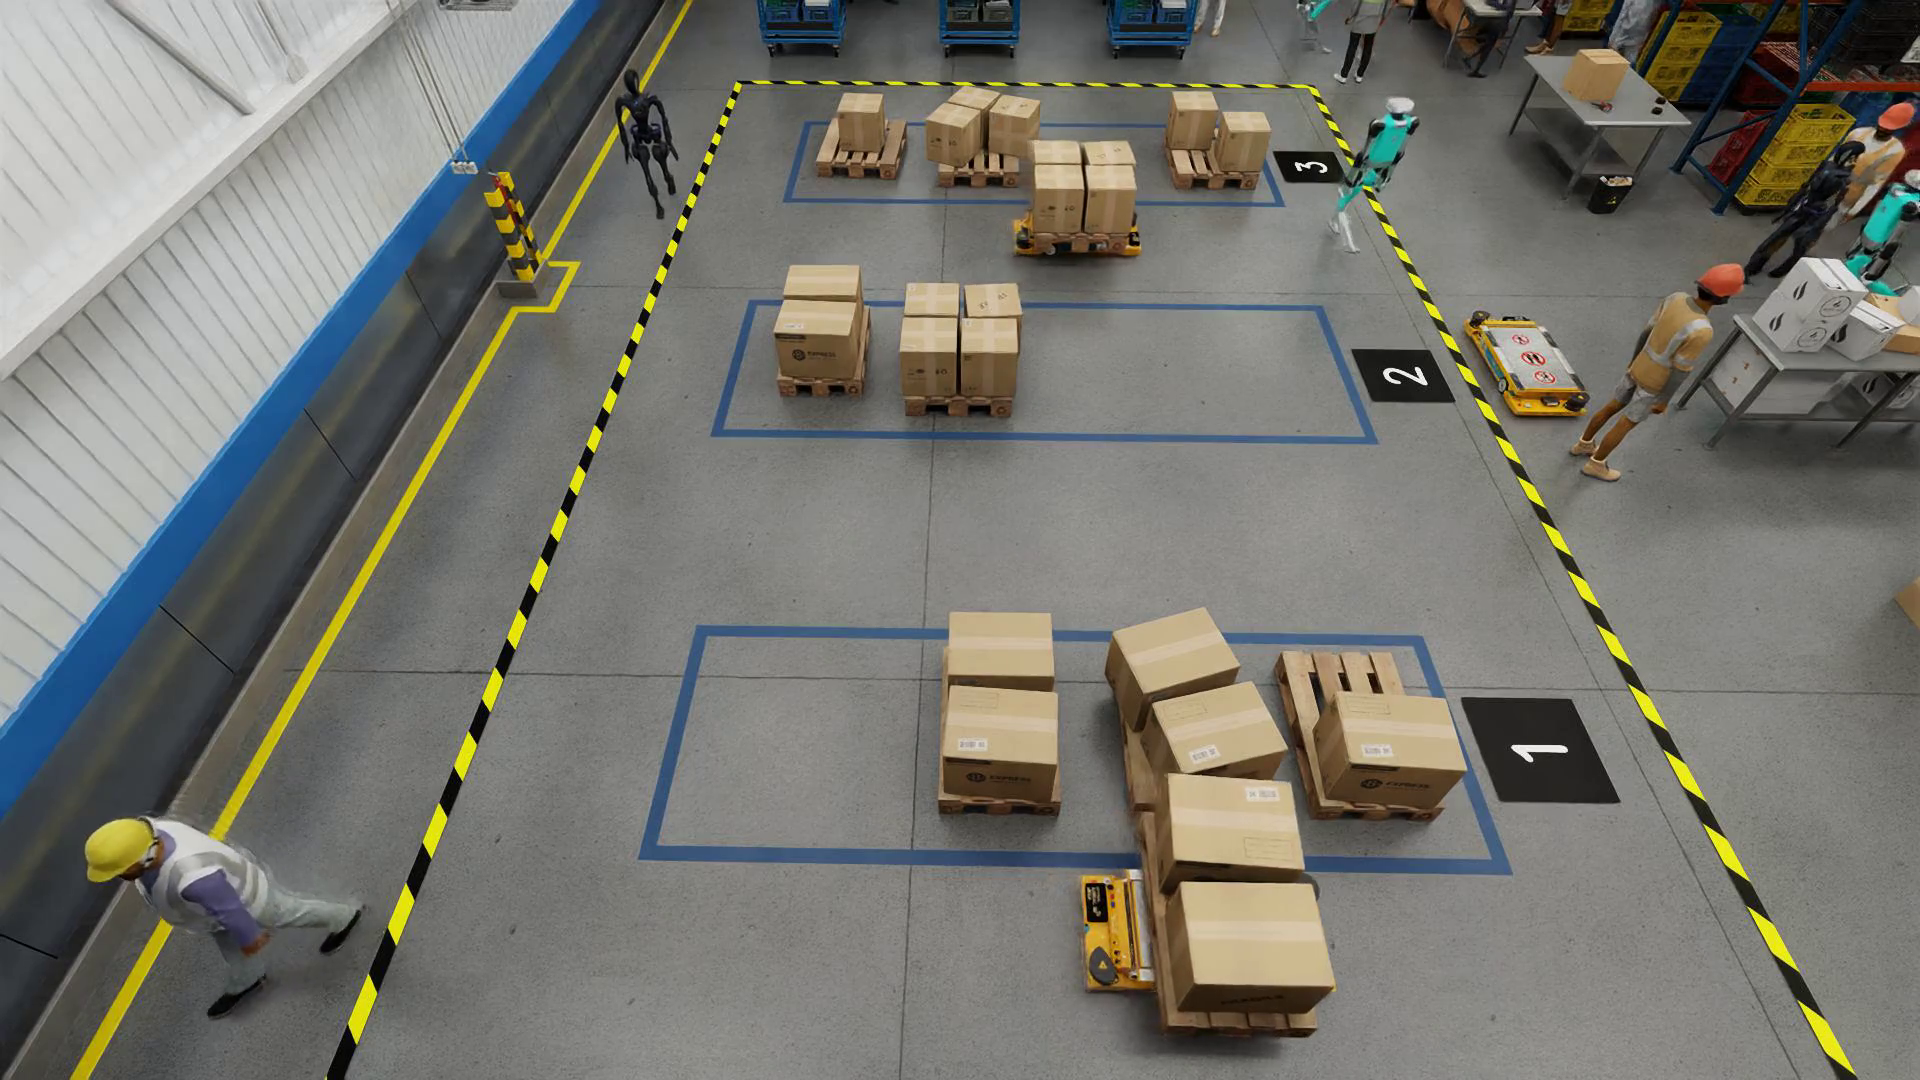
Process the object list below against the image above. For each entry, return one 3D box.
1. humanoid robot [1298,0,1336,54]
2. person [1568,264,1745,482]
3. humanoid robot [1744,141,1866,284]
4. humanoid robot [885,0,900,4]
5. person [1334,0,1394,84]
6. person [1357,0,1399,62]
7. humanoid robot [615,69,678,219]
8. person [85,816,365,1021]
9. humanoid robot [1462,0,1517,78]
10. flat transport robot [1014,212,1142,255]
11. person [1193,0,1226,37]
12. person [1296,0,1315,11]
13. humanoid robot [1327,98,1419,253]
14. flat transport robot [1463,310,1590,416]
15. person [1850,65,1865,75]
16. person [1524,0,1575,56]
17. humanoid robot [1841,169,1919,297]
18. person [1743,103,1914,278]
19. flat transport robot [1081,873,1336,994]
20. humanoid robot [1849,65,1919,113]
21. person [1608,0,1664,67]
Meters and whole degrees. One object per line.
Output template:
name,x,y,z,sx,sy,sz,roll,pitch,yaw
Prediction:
humanoid robot,5.474,-8.288,13.742,0.852,1.756,0.534,11,50,9
person,5.713,-1.351,7.529,0.370,2.043,0.613,3,49,3
humanoid robot,8.870,-3.332,9.529,0.754,1.635,0.601,4,49,3
humanoid robot,-1.073,-9.711,15.008,0.394,1.635,0.600,12,50,10
person,5.751,-7.434,12.924,0.587,1.848,0.396,-1,49,-1
person,6.146,-8.128,13.492,0.631,1.882,0.912,-4,49,-3
humanoid robot,-3.619,-4.643,10.630,0.606,1.631,0.633,-8,50,-7
person,-3.949,1.970,4.821,0.617,1.789,0.840,23,53,19
humanoid robot,7.675,-7.490,13.081,0.387,1.643,0.610,3,49,3
flat transport robot,1.353,-3.565,10.600,1.431,0.197,0.652,1,49,1
person,3.977,-8.775,14.088,0.632,1.841,0.429,22,53,18
person,5.834,-9.634,14.822,0.342,1.866,0.515,11,50,9
humanoid robot,4.419,-4.047,10.059,0.533,1.727,1.018,-10,50,-8
flat transport robot,5.573,-1.757,9.054,0.659,0.231,1.431,1,49,1
person,13.459,-7.691,13.148,0.328,1.842,0.508,9,50,7
person,8.887,-8.098,13.370,0.378,2.045,0.604,15,51,13
humanoid robot,8.899,-2.649,8.871,0.831,1.805,0.567,10,50,9
person,9.019,-3.544,9.508,0.732,1.916,0.573,-22,53,-18
flat transport robot,1.468,2.335,5.494,1.431,0.197,0.652,1,49,1
humanoid robot,11.702,-5.751,11.536,0.959,1.743,0.543,11,50,9
person,9.121,-6.816,12.488,0.624,1.712,0.362,5,49,4
